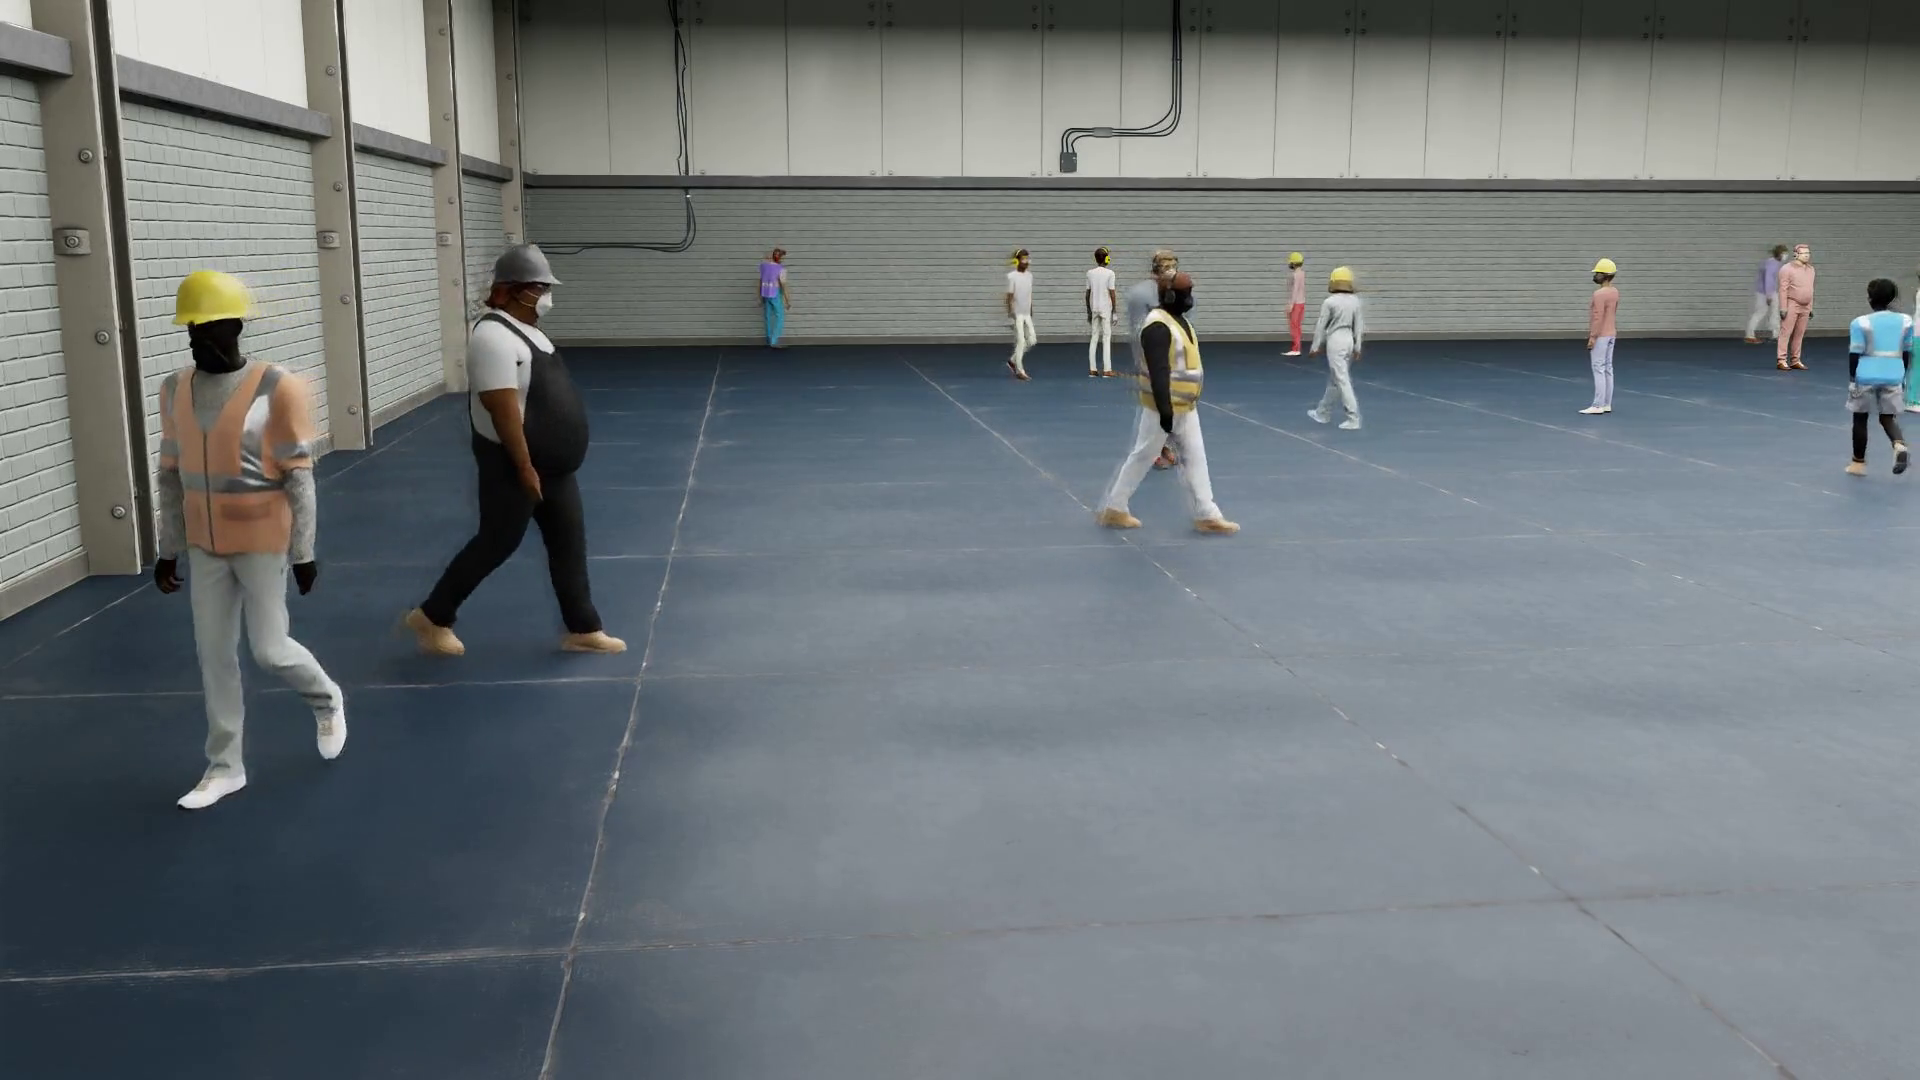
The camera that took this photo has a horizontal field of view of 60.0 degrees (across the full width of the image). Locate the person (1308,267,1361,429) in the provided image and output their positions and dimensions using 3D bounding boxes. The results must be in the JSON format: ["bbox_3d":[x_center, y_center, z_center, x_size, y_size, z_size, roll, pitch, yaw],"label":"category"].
[{"bbox_3d":[4.011,-2.049,17.743,0.501,1.693,0.896,-6,12,-31],"label":"person"}]

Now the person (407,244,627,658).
[{"bbox_3d":[-2.170,-0.436,7.965,0.970,2.000,0.677,1,10,8],"label":"person"}]

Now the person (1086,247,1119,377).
[{"bbox_3d":[2.059,-3.291,24.071,0.508,1.877,0.329,8,13,36],"label":"person"}]

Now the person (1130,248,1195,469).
[{"bbox_3d":[1.772,-1.564,14.458,0.659,1.921,0.446,-4,11,-22],"label":"person"}]

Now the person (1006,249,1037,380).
[{"bbox_3d":[0.865,-3.195,23.604,0.446,1.852,0.545,10,14,43],"label":"person"}]

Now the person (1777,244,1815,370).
[{"bbox_3d":[12.748,-3.535,25.322,0.642,1.909,0.409,-4,11,-21],"label":"person"}]

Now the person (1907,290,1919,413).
[{"bbox_3d":[11.142,-2.327,19.099,0.559,1.750,0.410,-8,13,-38],"label":"person"}]

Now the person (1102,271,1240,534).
[{"bbox_3d":[1.416,-0.935,11.390,0.971,1.796,0.644,5,12,28],"label":"person"}]

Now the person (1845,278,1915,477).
[{"bbox_3d":[7.691,-1.340,13.880,0.534,1.679,0.559,1,10,4],"label":"person"}]

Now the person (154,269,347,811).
[{"bbox_3d":[-2.599,-0.019,6.029,0.606,1.910,0.670,3,11,15],"label":"person"}]

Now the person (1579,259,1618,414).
[{"bbox_3d":[7.335,-2.321,19.042,0.301,1.771,0.533,9,14,42],"label":"person"}]

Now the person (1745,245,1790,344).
[{"bbox_3d":[15.309,-4.619,31.366,0.656,1.869,0.887,-10,14,-43],"label":"person"}]

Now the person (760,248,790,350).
[{"bbox_3d":[-3.363,-4.326,29.922,0.682,1.814,0.496,7,13,35],"label":"person"}]

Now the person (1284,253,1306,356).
[{"bbox_3d":[5.701,-3.992,28.276,0.330,1.745,0.567,4,11,22],"label":"person"}]
